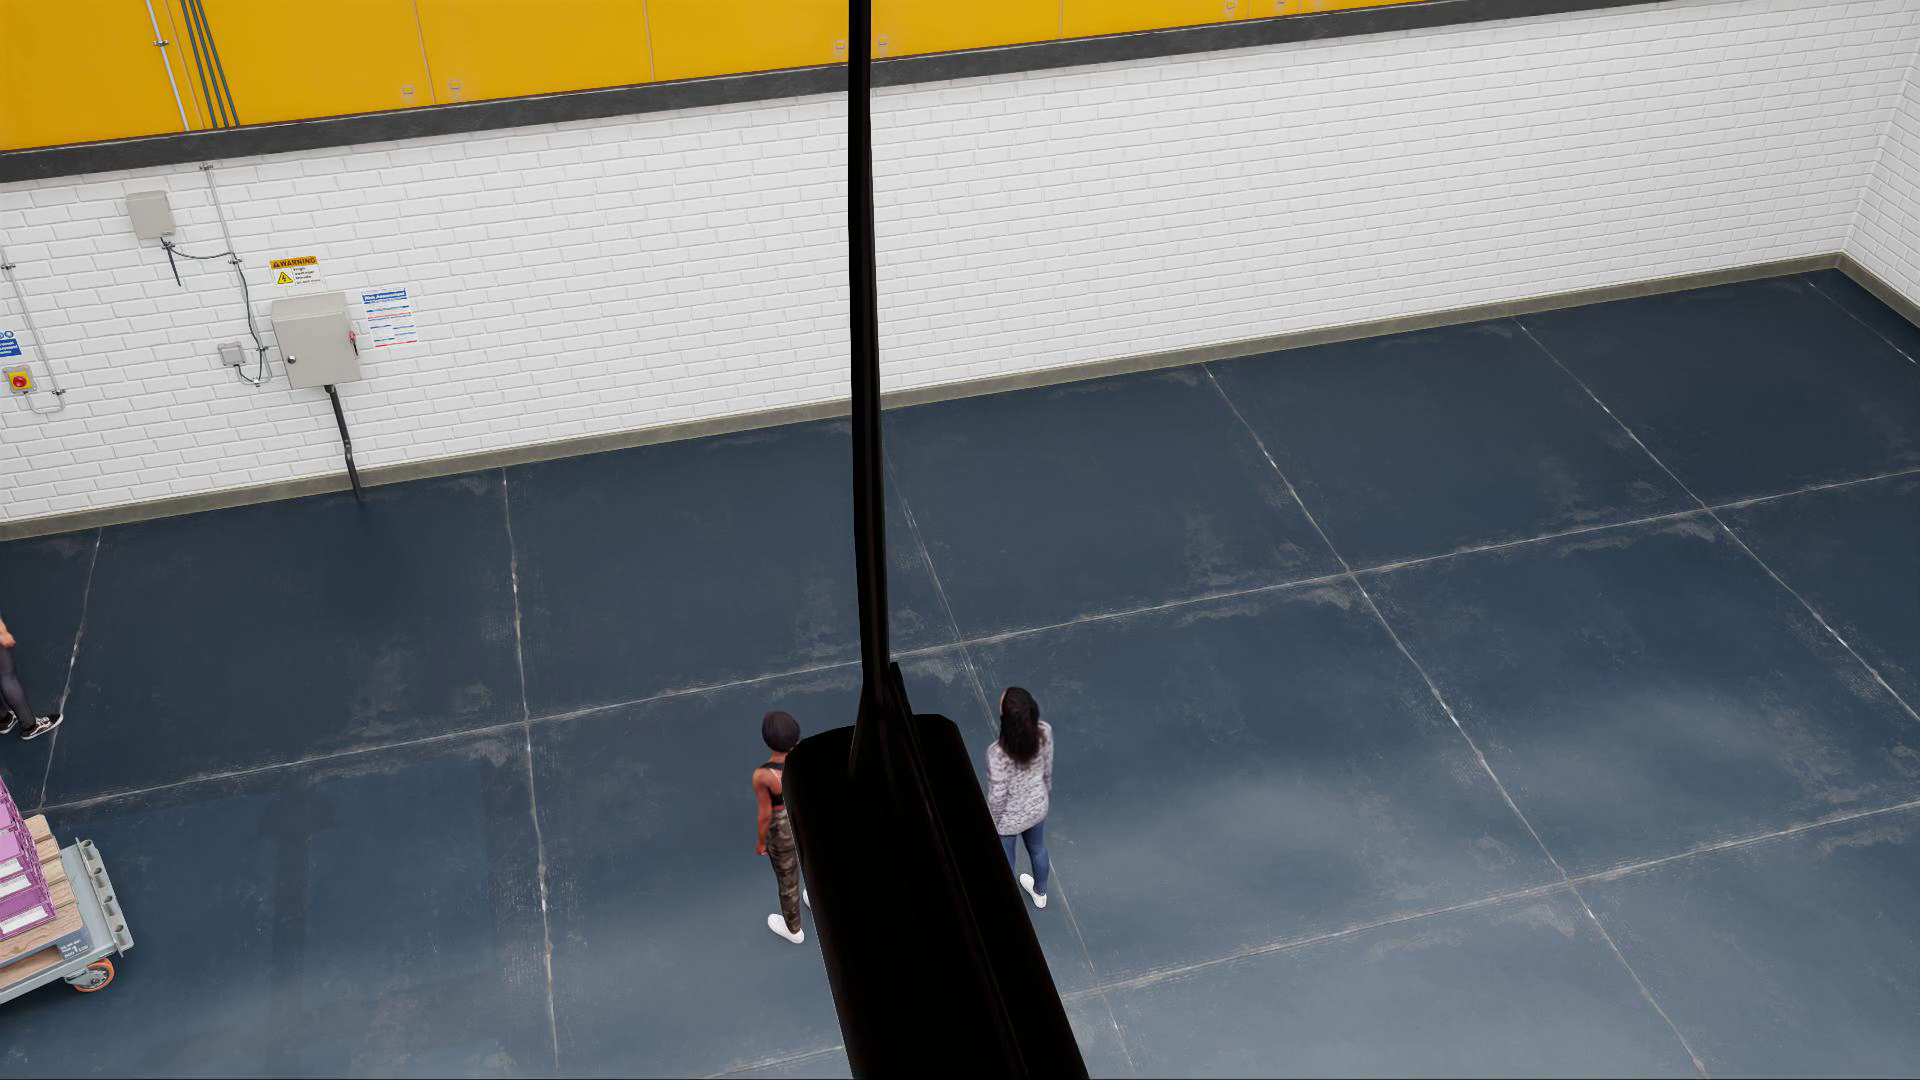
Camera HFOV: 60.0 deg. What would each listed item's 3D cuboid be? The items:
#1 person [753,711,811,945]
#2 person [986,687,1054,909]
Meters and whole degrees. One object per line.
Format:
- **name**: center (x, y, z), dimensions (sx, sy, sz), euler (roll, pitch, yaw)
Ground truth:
- **person**: center (-0.936, 1.581, 9.196), dimensions (0.654, 1.699, 0.666), euler (-29, 47, -31)
- **person**: center (0.318, 1.490, 9.285), dimensions (0.689, 1.731, 0.659), euler (-26, 45, -29)
